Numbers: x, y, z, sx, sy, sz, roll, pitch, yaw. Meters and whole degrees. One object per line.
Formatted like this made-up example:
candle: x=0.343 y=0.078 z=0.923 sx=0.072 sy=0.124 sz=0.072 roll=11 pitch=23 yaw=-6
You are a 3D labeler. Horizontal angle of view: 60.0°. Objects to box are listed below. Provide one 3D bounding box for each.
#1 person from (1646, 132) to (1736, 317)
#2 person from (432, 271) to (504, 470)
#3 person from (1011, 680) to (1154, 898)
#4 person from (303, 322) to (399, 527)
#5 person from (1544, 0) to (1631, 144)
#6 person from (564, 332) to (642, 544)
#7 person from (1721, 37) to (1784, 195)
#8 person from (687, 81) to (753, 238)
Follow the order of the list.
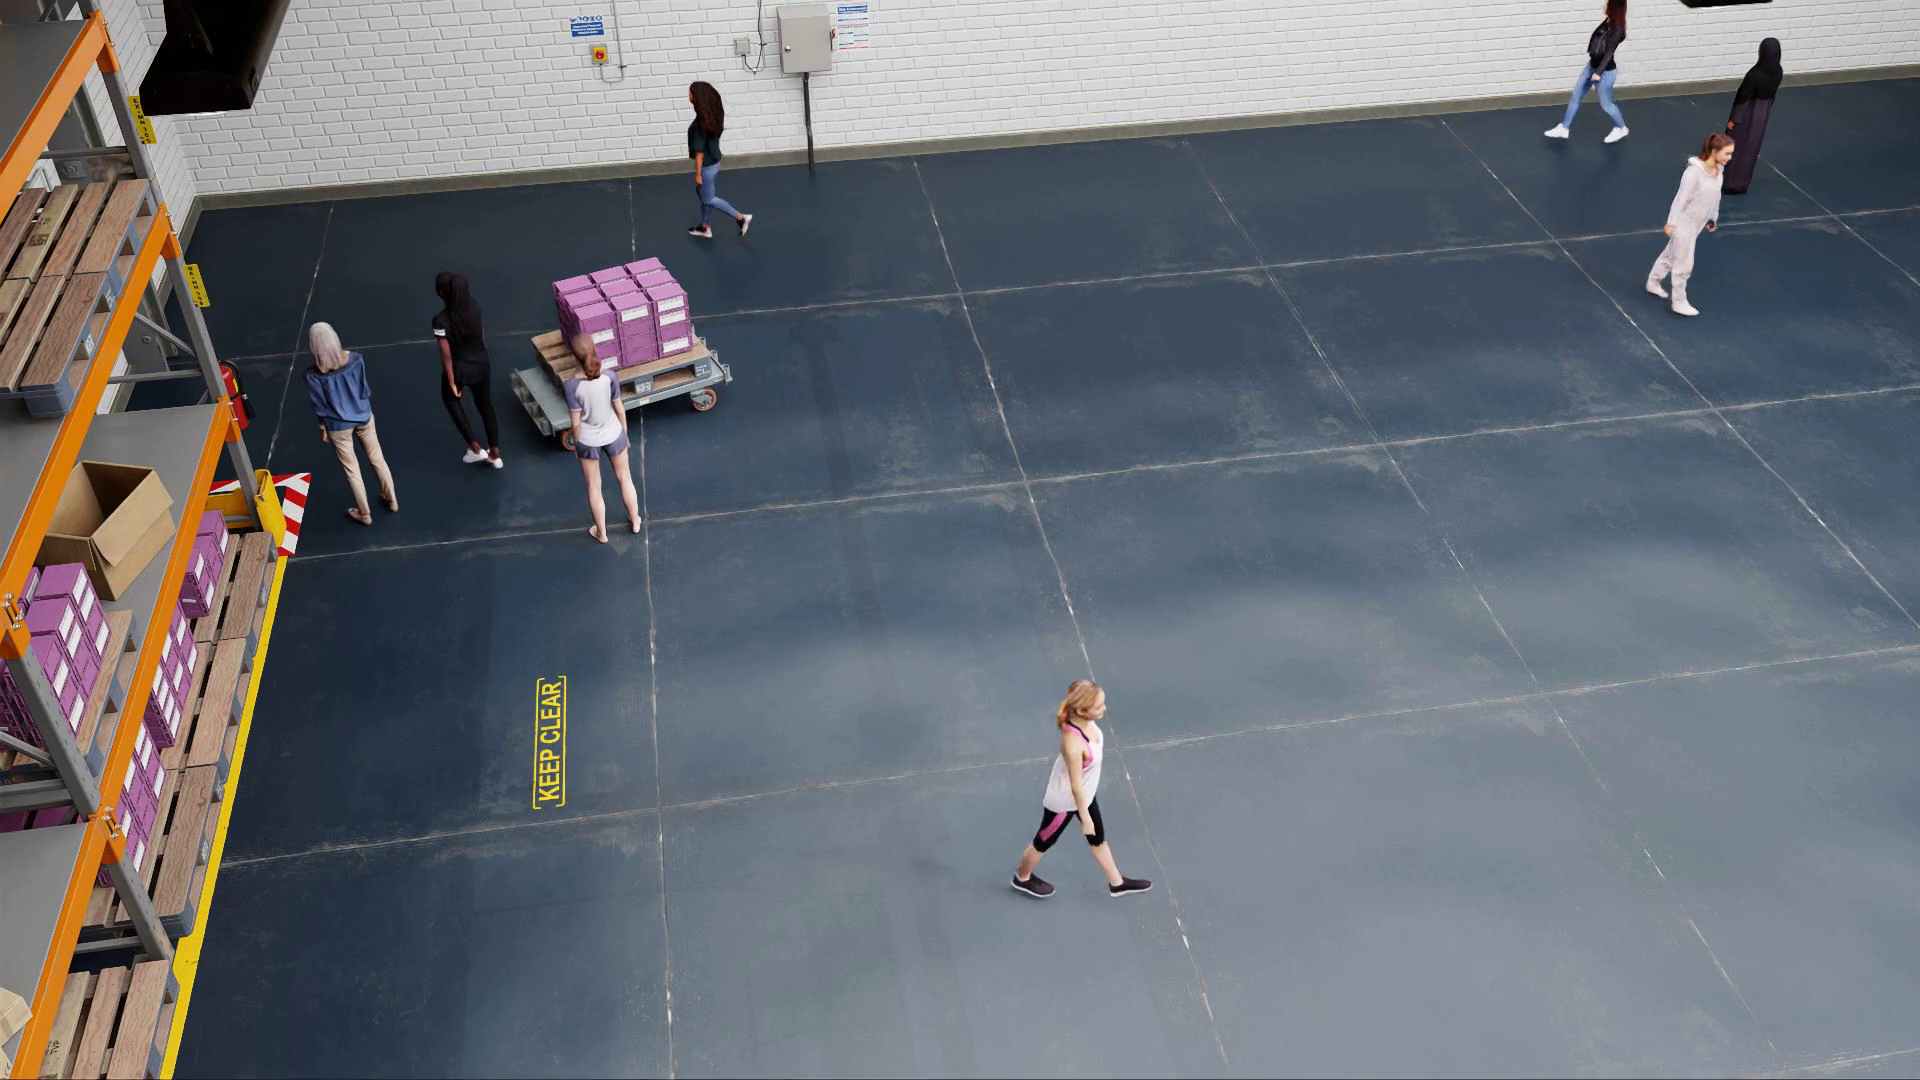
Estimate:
person: x=6.500 y=-2.919 z=15.014 sx=0.862 sy=1.660 sz=0.987 roll=-24 pitch=44 yaw=-27
person: x=-3.761 y=-1.285 z=12.924 sx=0.810 sy=1.715 sz=0.756 roll=28 pitch=46 yaw=31
person: x=0.527 y=1.451 z=9.474 sx=0.971 sy=1.745 sz=1.098 roll=8 pitch=39 yaw=10
person: x=-4.566 y=-0.876 z=12.425 sx=0.712 sy=1.698 sz=0.742 roll=-32 pitch=48 yaw=-33
person: x=6.860 y=-4.947 z=17.602 sx=0.854 sy=1.599 sz=1.082 roll=1 pitch=39 yaw=2
person: x=-2.644 y=-0.748 z=12.209 sx=0.637 sy=1.768 sz=0.640 roll=-16 pitch=41 yaw=-19
person: x=7.959 y=-4.275 z=16.749 sx=0.637 sy=1.614 sz=0.631 roll=-13 pitch=40 yaw=-15
person: x=-2.348 y=-3.577 z=15.886 sx=0.838 sy=1.599 sz=0.932 roll=7 pitch=39 yaw=8
